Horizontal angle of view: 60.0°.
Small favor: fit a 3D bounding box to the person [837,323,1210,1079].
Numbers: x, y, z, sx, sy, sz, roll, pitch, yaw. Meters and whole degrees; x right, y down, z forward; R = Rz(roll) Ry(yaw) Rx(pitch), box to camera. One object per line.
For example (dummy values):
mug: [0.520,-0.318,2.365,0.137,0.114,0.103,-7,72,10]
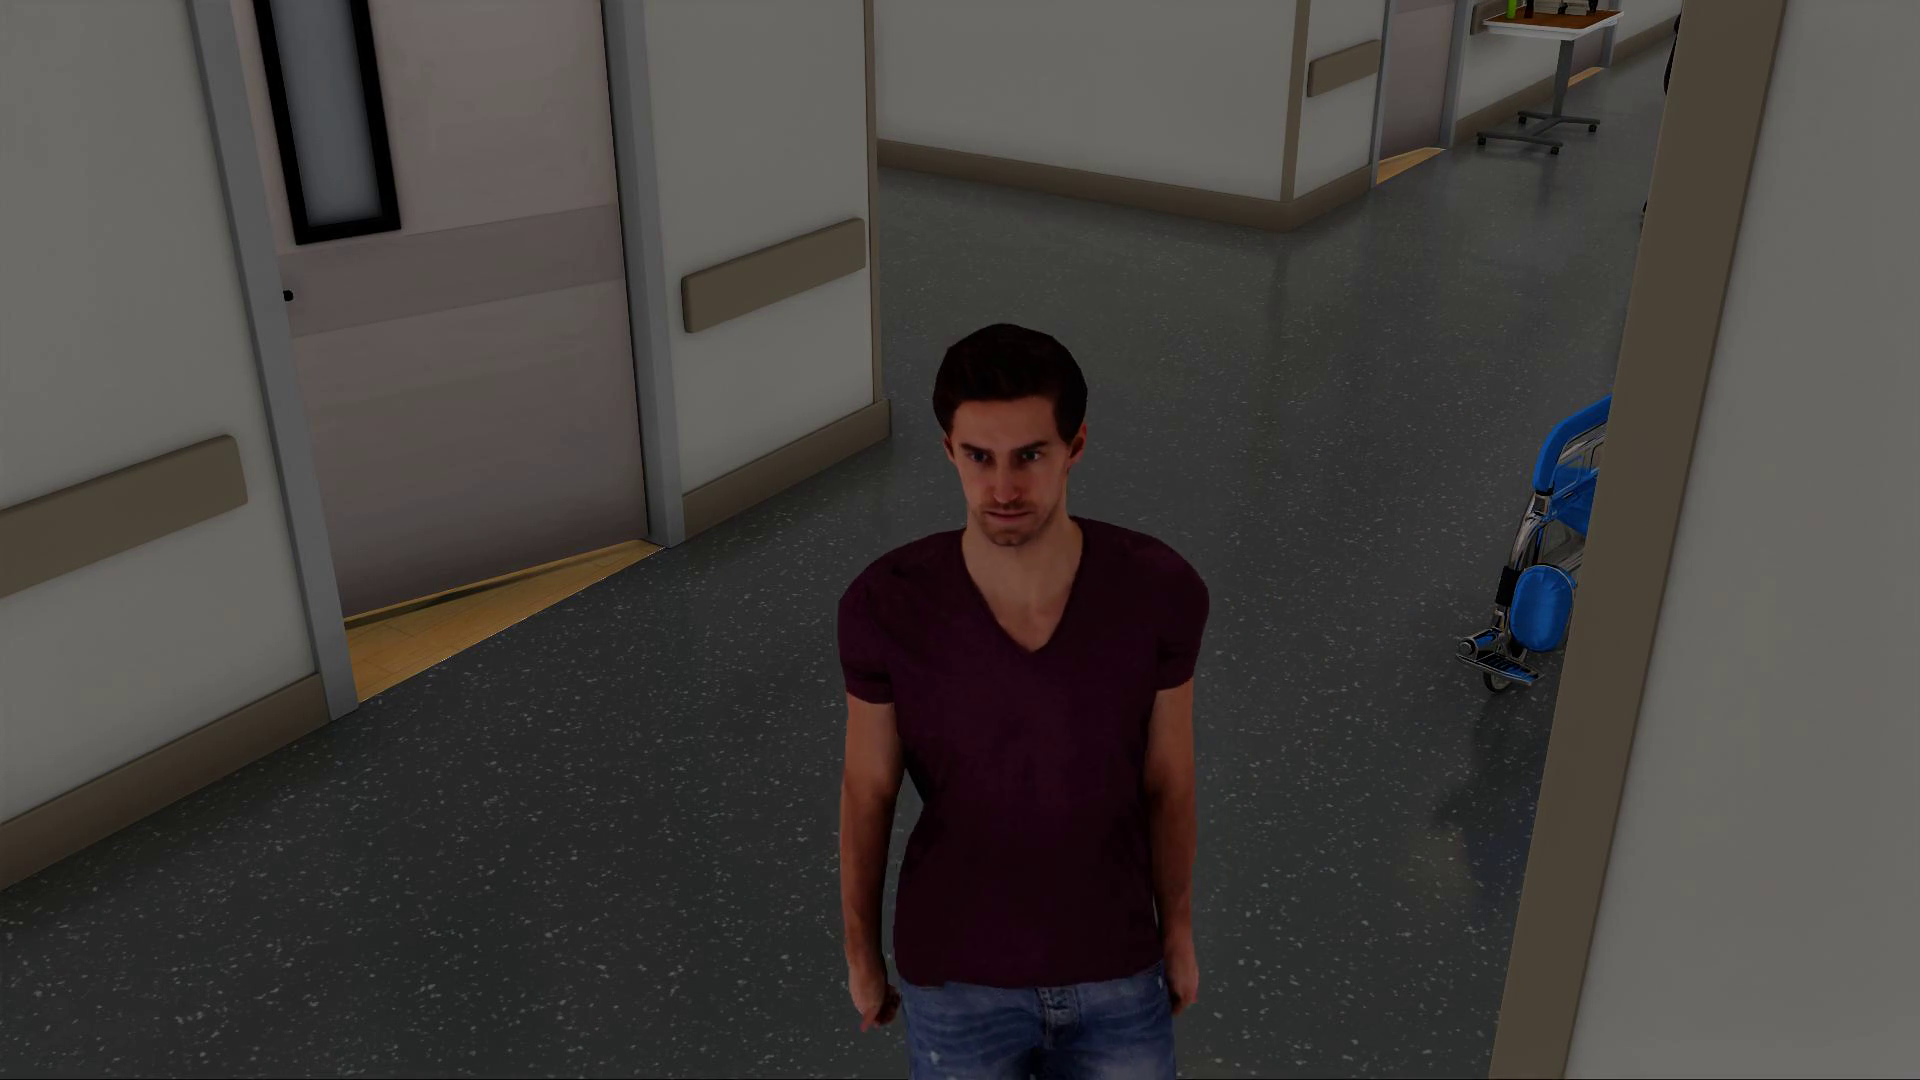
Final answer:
person: [0.100,0.542,2.444,0.888,1.838,0.961,0,26,0]
